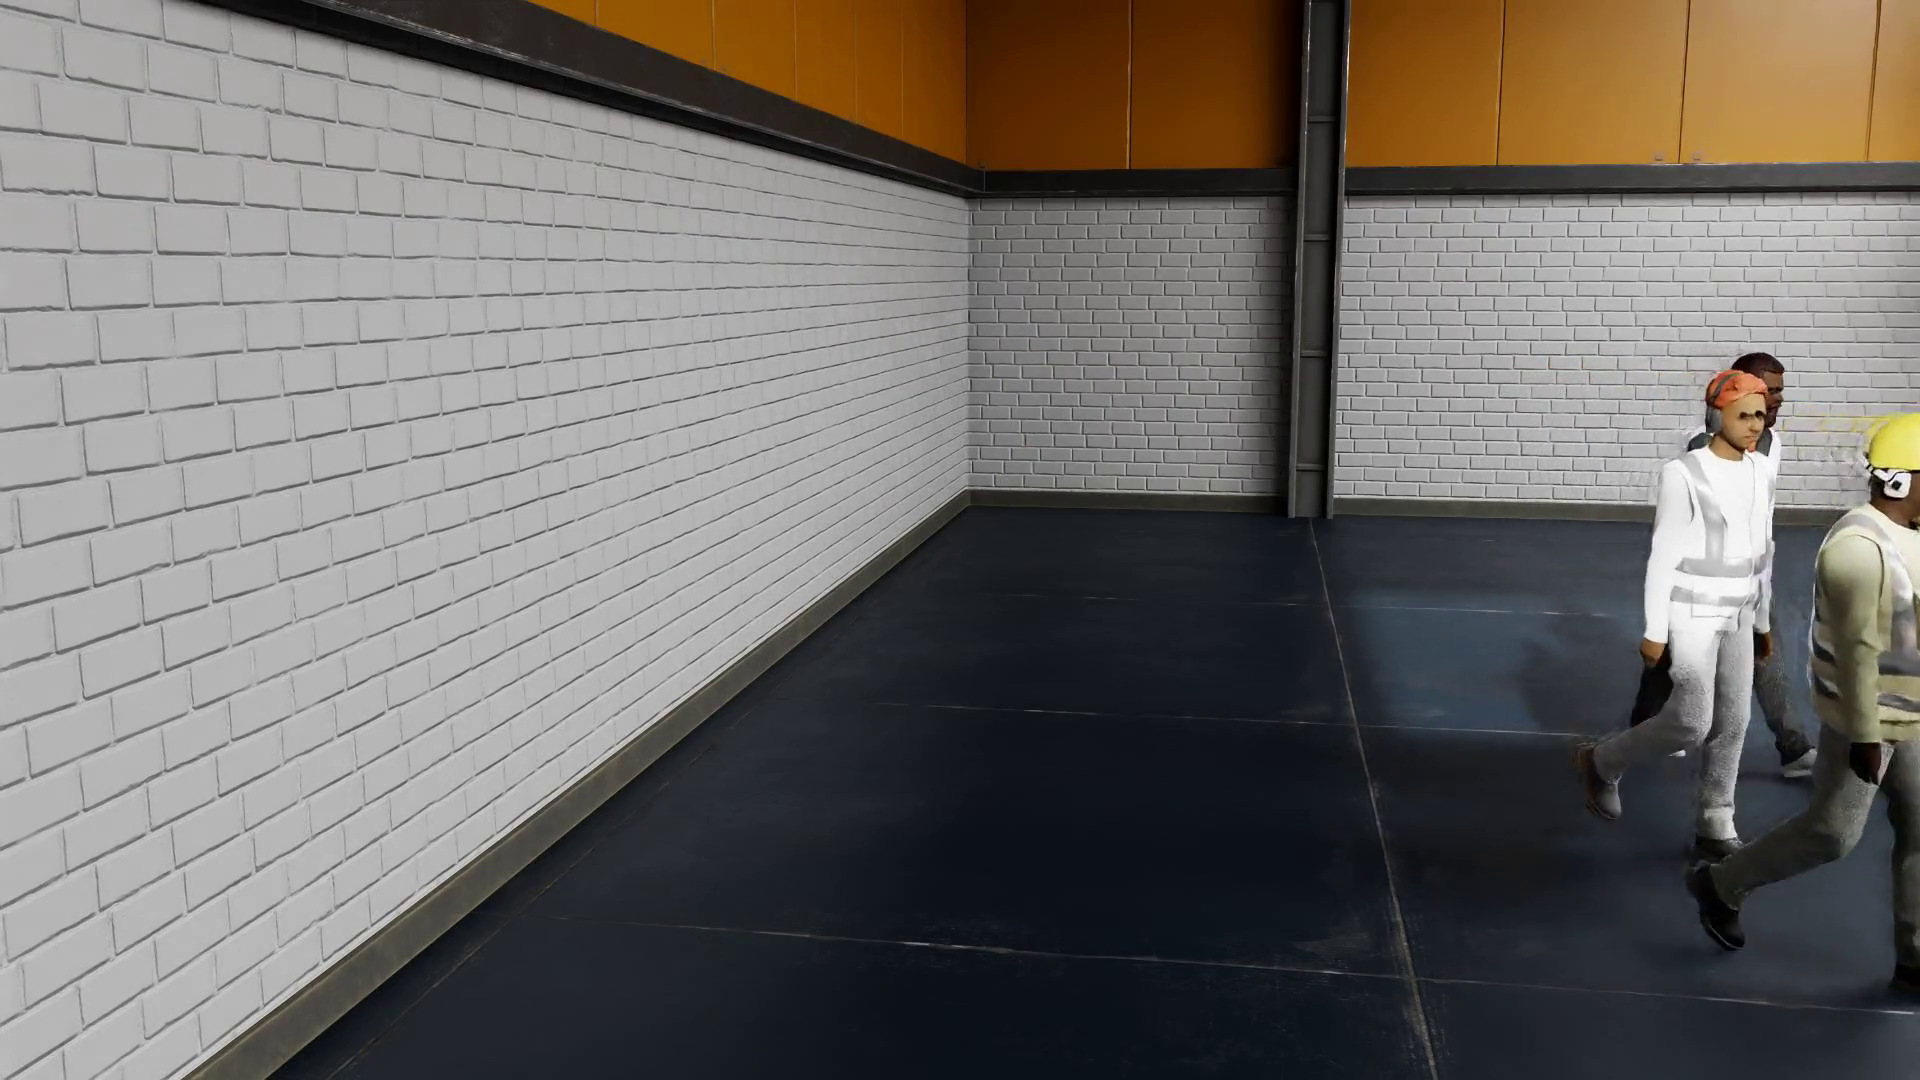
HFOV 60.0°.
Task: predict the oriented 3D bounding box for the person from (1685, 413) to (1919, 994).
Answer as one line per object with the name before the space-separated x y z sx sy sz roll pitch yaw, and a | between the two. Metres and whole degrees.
person | 2.762 0.498 5.138 0.586 1.804 0.815 -7 12 -38

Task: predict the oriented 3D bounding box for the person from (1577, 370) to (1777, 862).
person | 2.756 0.286 6.276 0.571 1.867 0.658 -5 11 -30

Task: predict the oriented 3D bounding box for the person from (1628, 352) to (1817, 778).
person | 3.438 0.110 7.356 0.596 1.863 1.009 -5 10 -29
